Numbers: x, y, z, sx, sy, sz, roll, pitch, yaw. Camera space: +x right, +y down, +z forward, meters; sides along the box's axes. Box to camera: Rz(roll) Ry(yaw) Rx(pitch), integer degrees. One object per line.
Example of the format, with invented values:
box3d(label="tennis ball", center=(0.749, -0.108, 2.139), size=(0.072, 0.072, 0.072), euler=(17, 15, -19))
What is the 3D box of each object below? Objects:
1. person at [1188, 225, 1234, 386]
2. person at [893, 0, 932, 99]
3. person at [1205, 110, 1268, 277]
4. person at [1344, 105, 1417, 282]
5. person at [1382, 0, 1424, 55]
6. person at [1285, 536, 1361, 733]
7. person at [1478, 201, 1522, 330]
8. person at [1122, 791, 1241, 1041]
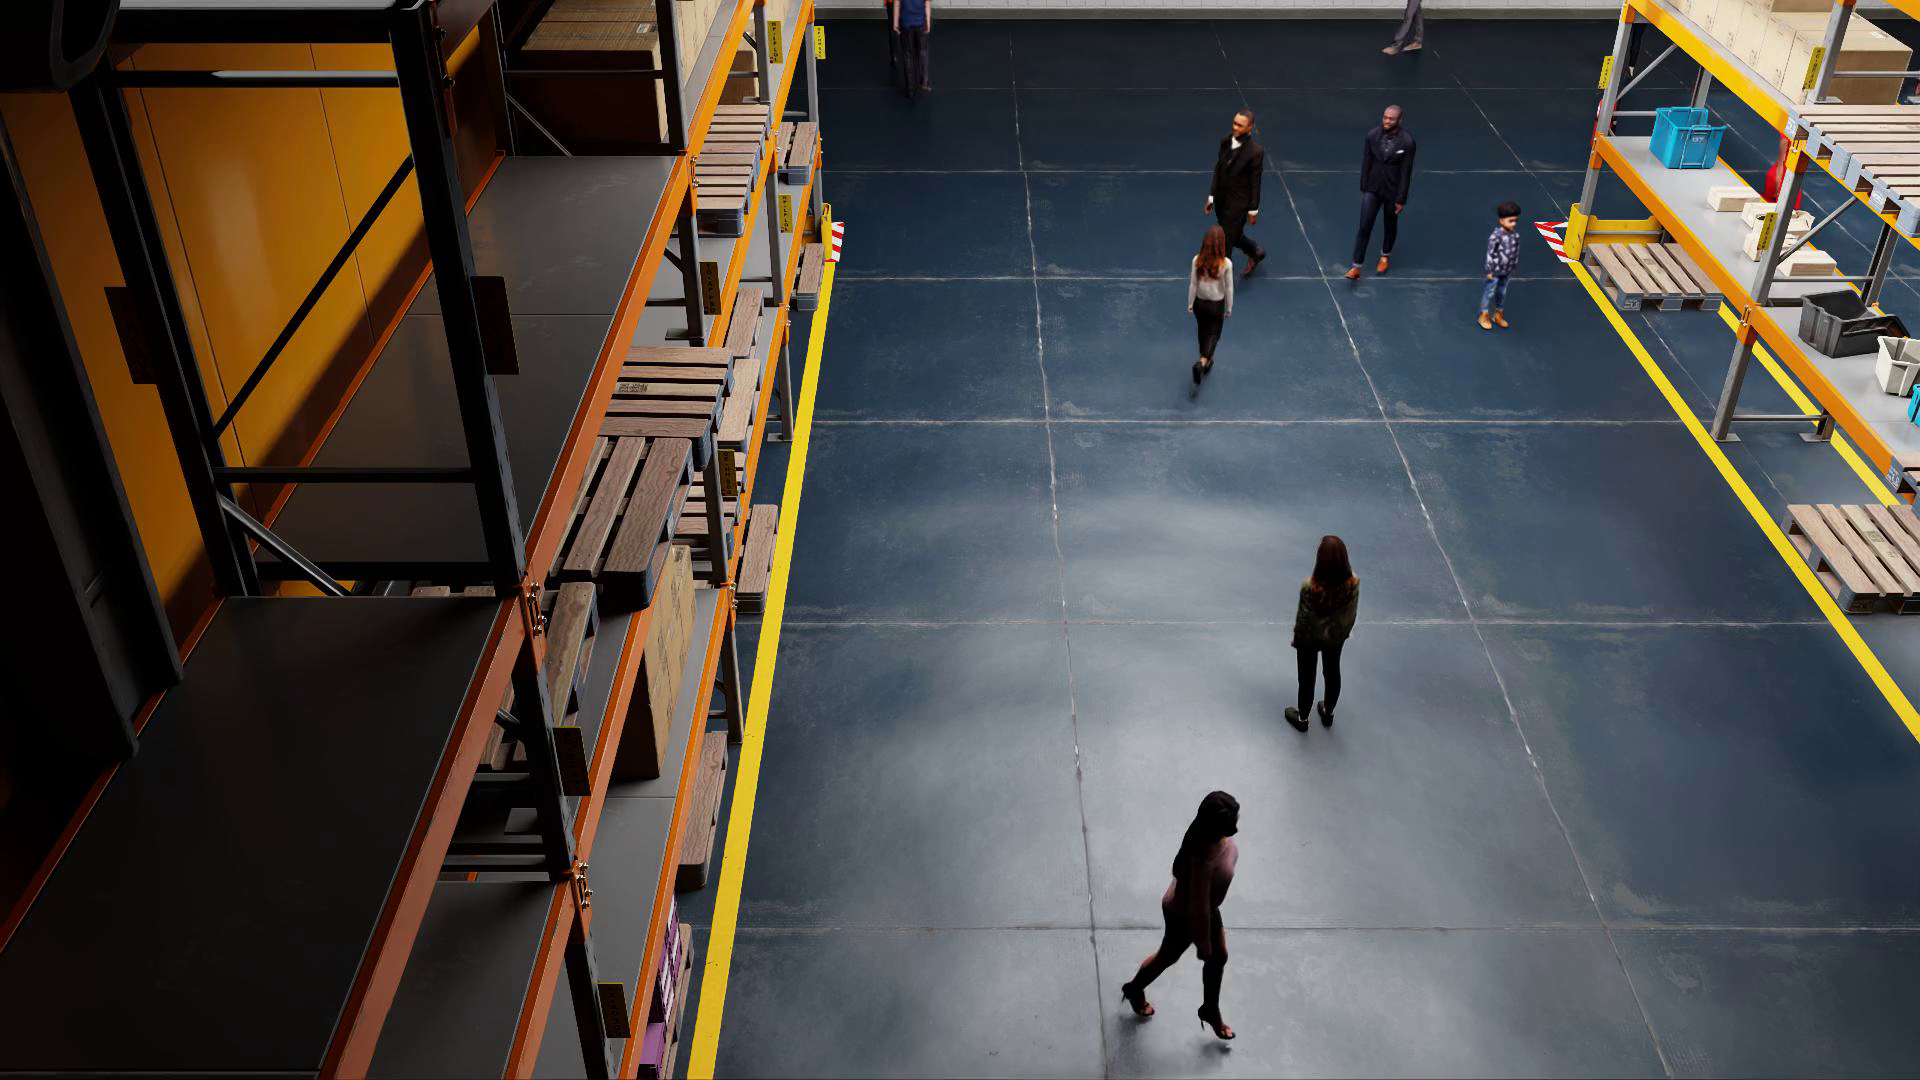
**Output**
box3d(label="person", center=(2.232, -2.088, 14.946), size=(0.741, 1.472, 0.937), euler=(11, 35, 16))
box3d(label="person", center=(-0.598, -6.595, 21.375), size=(0.700, 1.860, 0.698), euler=(-3, 34, -5))
box3d(label="person", center=(2.780, -3.360, 16.493), size=(1.189, 1.877, 1.254), euler=(-20, 39, -27))
box3d(label="person", center=(4.334, -3.522, 16.828), size=(1.066, 1.777, 1.231), euler=(18, 38, 25))
box3d(label="person", center=(6.405, -7.712, 23.010), size=(1.047, 1.911, 1.101), euler=(-15, 36, -21))
box3d(label="person", center=(2.374, 0.617, 10.872), size=(0.623, 1.476, 0.579), euler=(-7, 34, -11))
box3d(label="person", center=(5.176, -2.653, 15.998), size=(0.559, 1.249, 0.588), euler=(-8, 35, -12))
box3d(label="person", center=(1.118, 1.919, 8.654), size=(0.923, 1.763, 0.938), euler=(11, 35, 17))
